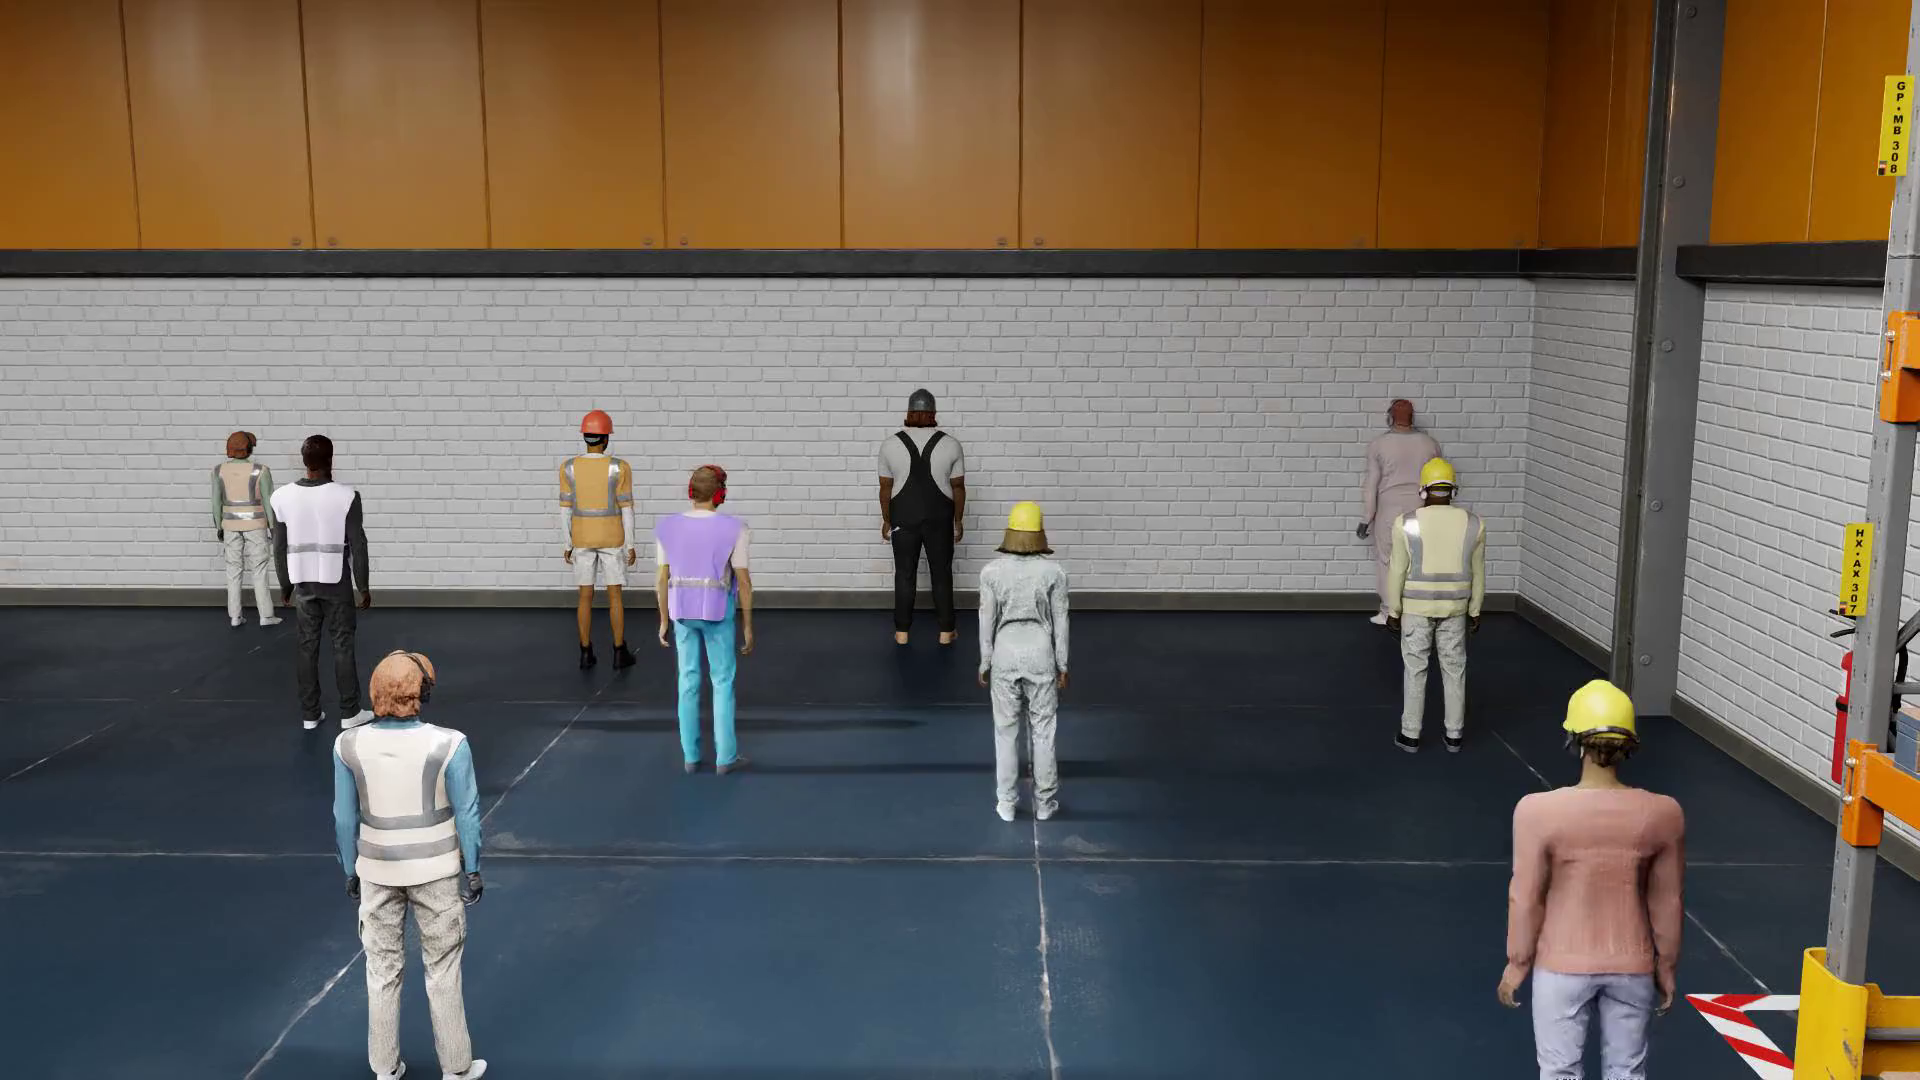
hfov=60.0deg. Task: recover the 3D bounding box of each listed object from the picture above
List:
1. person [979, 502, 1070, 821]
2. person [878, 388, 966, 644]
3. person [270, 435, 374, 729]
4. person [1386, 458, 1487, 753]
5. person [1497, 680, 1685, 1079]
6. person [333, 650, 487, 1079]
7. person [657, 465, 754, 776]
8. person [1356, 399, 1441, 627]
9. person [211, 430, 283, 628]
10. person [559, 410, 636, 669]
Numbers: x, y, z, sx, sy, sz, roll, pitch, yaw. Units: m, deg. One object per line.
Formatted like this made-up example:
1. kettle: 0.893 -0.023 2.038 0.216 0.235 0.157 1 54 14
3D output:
1. person: 0.349 0.661 9.058 0.494 1.730 0.407 1 10 4
2. person: -0.298 -0.194 13.237 0.688 2.000 0.536 0 9 1
3. person: -4.128 0.279 10.777 0.596 1.914 0.373 0 9 1
4. person: 2.926 0.406 10.270 0.600 1.827 0.404 0 9 1
5. person: 1.943 1.309 5.129 0.538 1.754 0.405 0 9 0
6. person: -1.985 1.212 6.018 0.522 1.636 0.310 0 9 1
7. person: -1.512 0.483 9.838 0.599 1.830 0.394 2 10 10
8. person: 3.657 -0.222 13.866 0.687 1.896 0.414 -1 10 -8
9. person: -5.914 -0.084 13.778 0.522 1.638 0.310 0 9 1
10. person: -2.685 -0.001 12.389 0.551 1.934 0.373 0 9 1
